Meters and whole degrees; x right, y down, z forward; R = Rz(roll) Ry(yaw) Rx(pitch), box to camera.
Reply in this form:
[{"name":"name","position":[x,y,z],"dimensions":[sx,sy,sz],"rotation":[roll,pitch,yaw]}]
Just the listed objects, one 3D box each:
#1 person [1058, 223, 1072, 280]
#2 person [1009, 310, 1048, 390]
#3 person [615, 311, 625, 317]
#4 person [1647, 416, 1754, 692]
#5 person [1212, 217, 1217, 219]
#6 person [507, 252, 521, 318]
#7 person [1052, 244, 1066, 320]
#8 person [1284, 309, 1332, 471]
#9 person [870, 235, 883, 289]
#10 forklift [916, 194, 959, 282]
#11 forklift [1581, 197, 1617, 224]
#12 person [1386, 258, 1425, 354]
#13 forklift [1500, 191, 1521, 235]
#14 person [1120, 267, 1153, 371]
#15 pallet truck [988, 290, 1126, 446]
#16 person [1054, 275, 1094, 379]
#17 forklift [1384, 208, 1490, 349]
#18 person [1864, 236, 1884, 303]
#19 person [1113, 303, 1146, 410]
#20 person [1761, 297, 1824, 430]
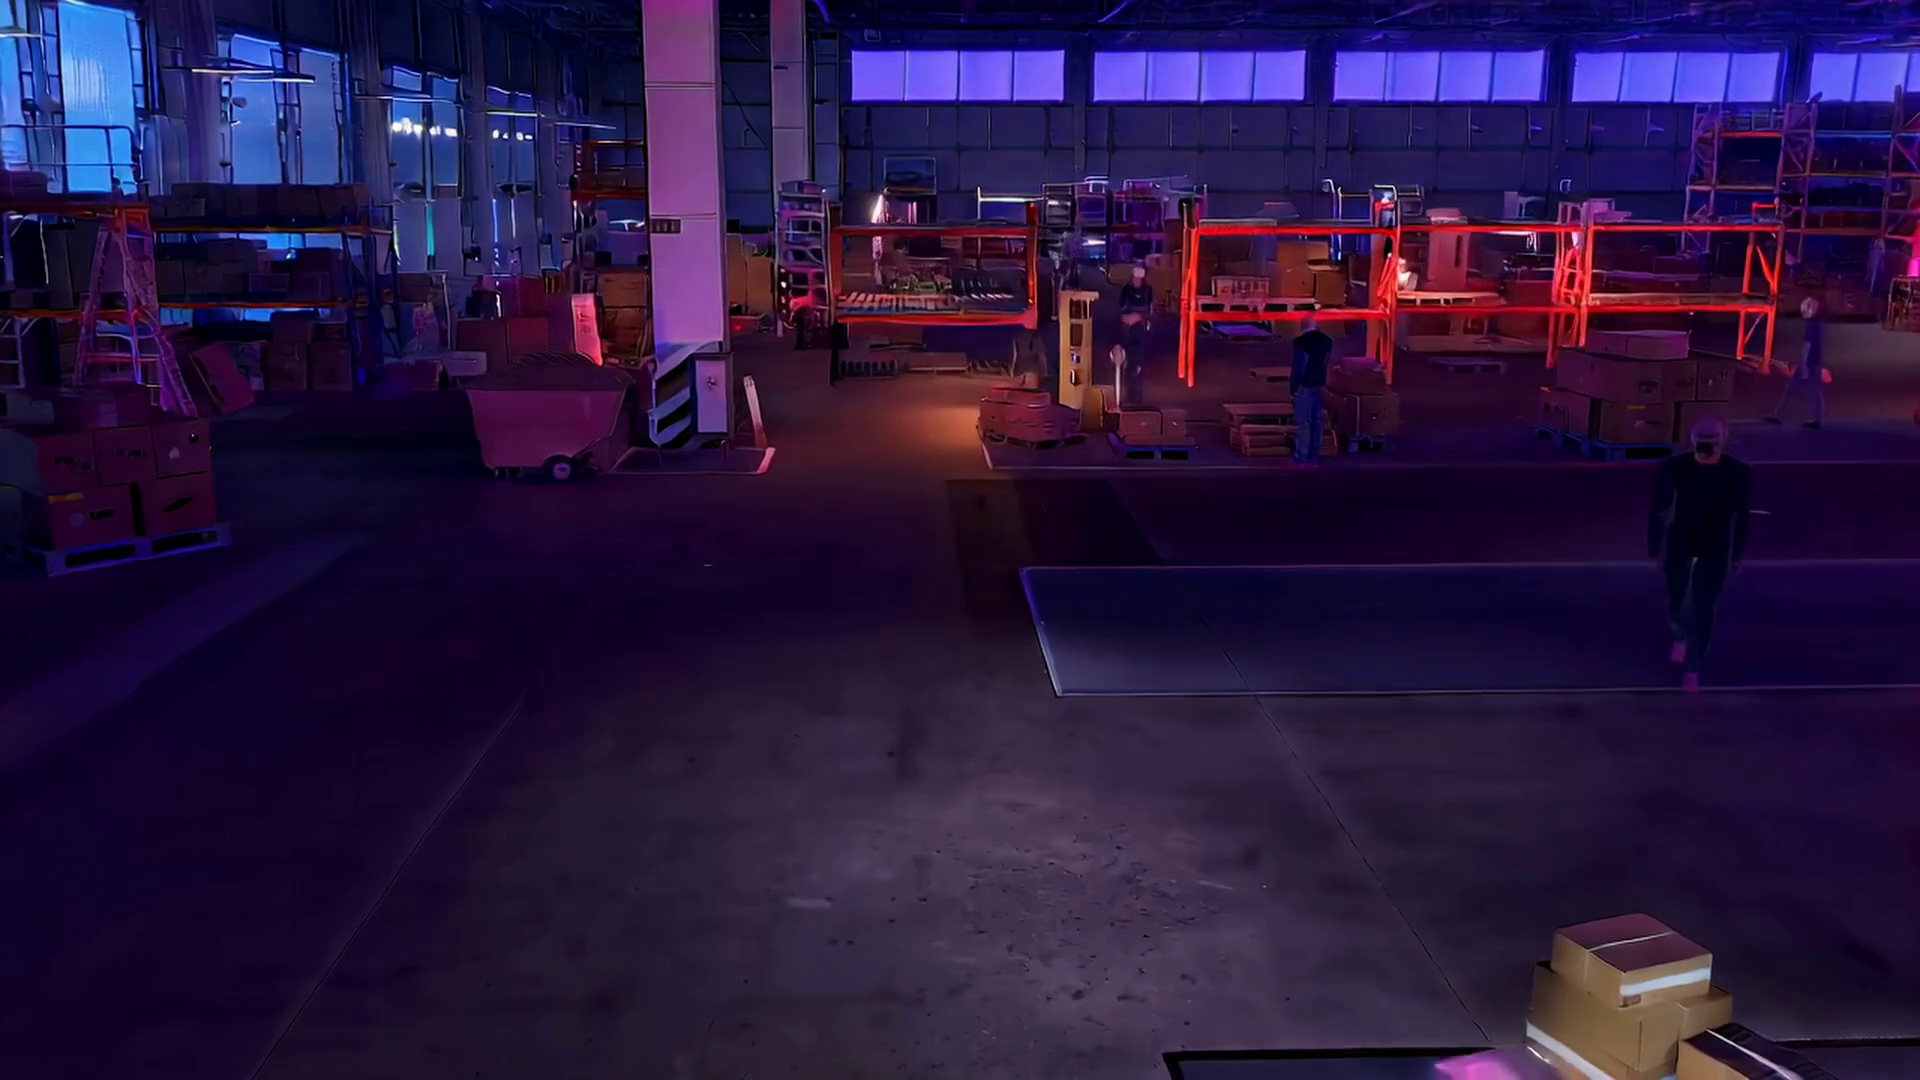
[{"name":"person","position":[3.470,-9.567,55.186],"dimensions":[0.567,1.894,0.850],"rotation":[10,16,37]},{"name":"person","position":[0.871,-2.366,23.206],"dimensions":[0.542,1.668,0.804],"rotation":[10,16,39]},{"name":"person","position":[-8.453,-6.463,41.177],"dimensions":[0.548,1.901,0.873],"rotation":[2,13,10]},{"name":"person","position":[5.216,0.043,11.781],"dimensions":[0.643,1.904,0.971],"rotation":[6,14,24]},{"name":"person","position":[9.468,-11.005,61.613],"dimensions":[0.628,1.914,0.801],"rotation":[-1,13,-6]},{"name":"person","position":[-10.920,-6.242,40.748],"dimensions":[0.314,1.634,0.516],"rotation":[-8,15,-31]},{"name":"person","position":[2.403,-6.248,40.321],"dimensions":[0.341,1.839,0.501],"rotation":[4,13,17]},{"name":"person","position":[4.180,-1.805,20.015],"dimensions":[0.632,1.940,0.372],"rotation":[-10,16,-39]},{"name":"person","position":[-2.564,-8.670,51.156],"dimensions":[0.341,1.881,0.581],"rotation":[-5,14,-23]},{"name":"forklift","position":[-1.064,-9.830,54.104],"dimensions":[1.873,2.768,1.129],"rotation":[-7,14,-28]},{"name":"forklift","position":[18.750,-8.718,49.083],"dimensions":[1.129,2.768,1.873],"rotation":[-1,13,-3]},{"name":"person","position":[8.767,-4.601,32.757],"dimensions":[0.765,1.896,0.403],"rotation":[0,12,1]},{"name":"forklift","position":[20.783,-11.780,62.906],"dimensions":[1.873,2.768,1.129],"rotation":[0,12,-2]},{"name":"person","position":[3.142,-3.924,29.724],"dimensions":[0.592,1.880,0.971],"rotation":[2,13,8]},{"name":"pallet truck","position":[1.257,-2.299,22.111],"dimensions":[1.885,1.965,0.823],"rotation":[-9,15,-35]},{"name":"person","position":[1.965,-3.648,28.606],"dimensions":[0.641,1.827,0.512],"rotation":[-8,15,-34]},{"name":"forklift","position":[9.697,-5.297,33.636],"dimensions":[1.873,2.768,1.129],"rotation":[0,12,-2]},{"name":"person","position":[24.951,-7.389,45.449],"dimensions":[0.488,1.843,0.532],"rotation":[-5,14,-23]},{"name":"person","position":[2.405,-2.539,23.824],"dimensions":[0.670,1.706,0.503],"rotation":[-1,13,-6]},{"name":"person","position":[11.776,-2.480,23.299],"dimensions":[0.528,1.834,0.824],"rotation":[-8,15,-34]}]
